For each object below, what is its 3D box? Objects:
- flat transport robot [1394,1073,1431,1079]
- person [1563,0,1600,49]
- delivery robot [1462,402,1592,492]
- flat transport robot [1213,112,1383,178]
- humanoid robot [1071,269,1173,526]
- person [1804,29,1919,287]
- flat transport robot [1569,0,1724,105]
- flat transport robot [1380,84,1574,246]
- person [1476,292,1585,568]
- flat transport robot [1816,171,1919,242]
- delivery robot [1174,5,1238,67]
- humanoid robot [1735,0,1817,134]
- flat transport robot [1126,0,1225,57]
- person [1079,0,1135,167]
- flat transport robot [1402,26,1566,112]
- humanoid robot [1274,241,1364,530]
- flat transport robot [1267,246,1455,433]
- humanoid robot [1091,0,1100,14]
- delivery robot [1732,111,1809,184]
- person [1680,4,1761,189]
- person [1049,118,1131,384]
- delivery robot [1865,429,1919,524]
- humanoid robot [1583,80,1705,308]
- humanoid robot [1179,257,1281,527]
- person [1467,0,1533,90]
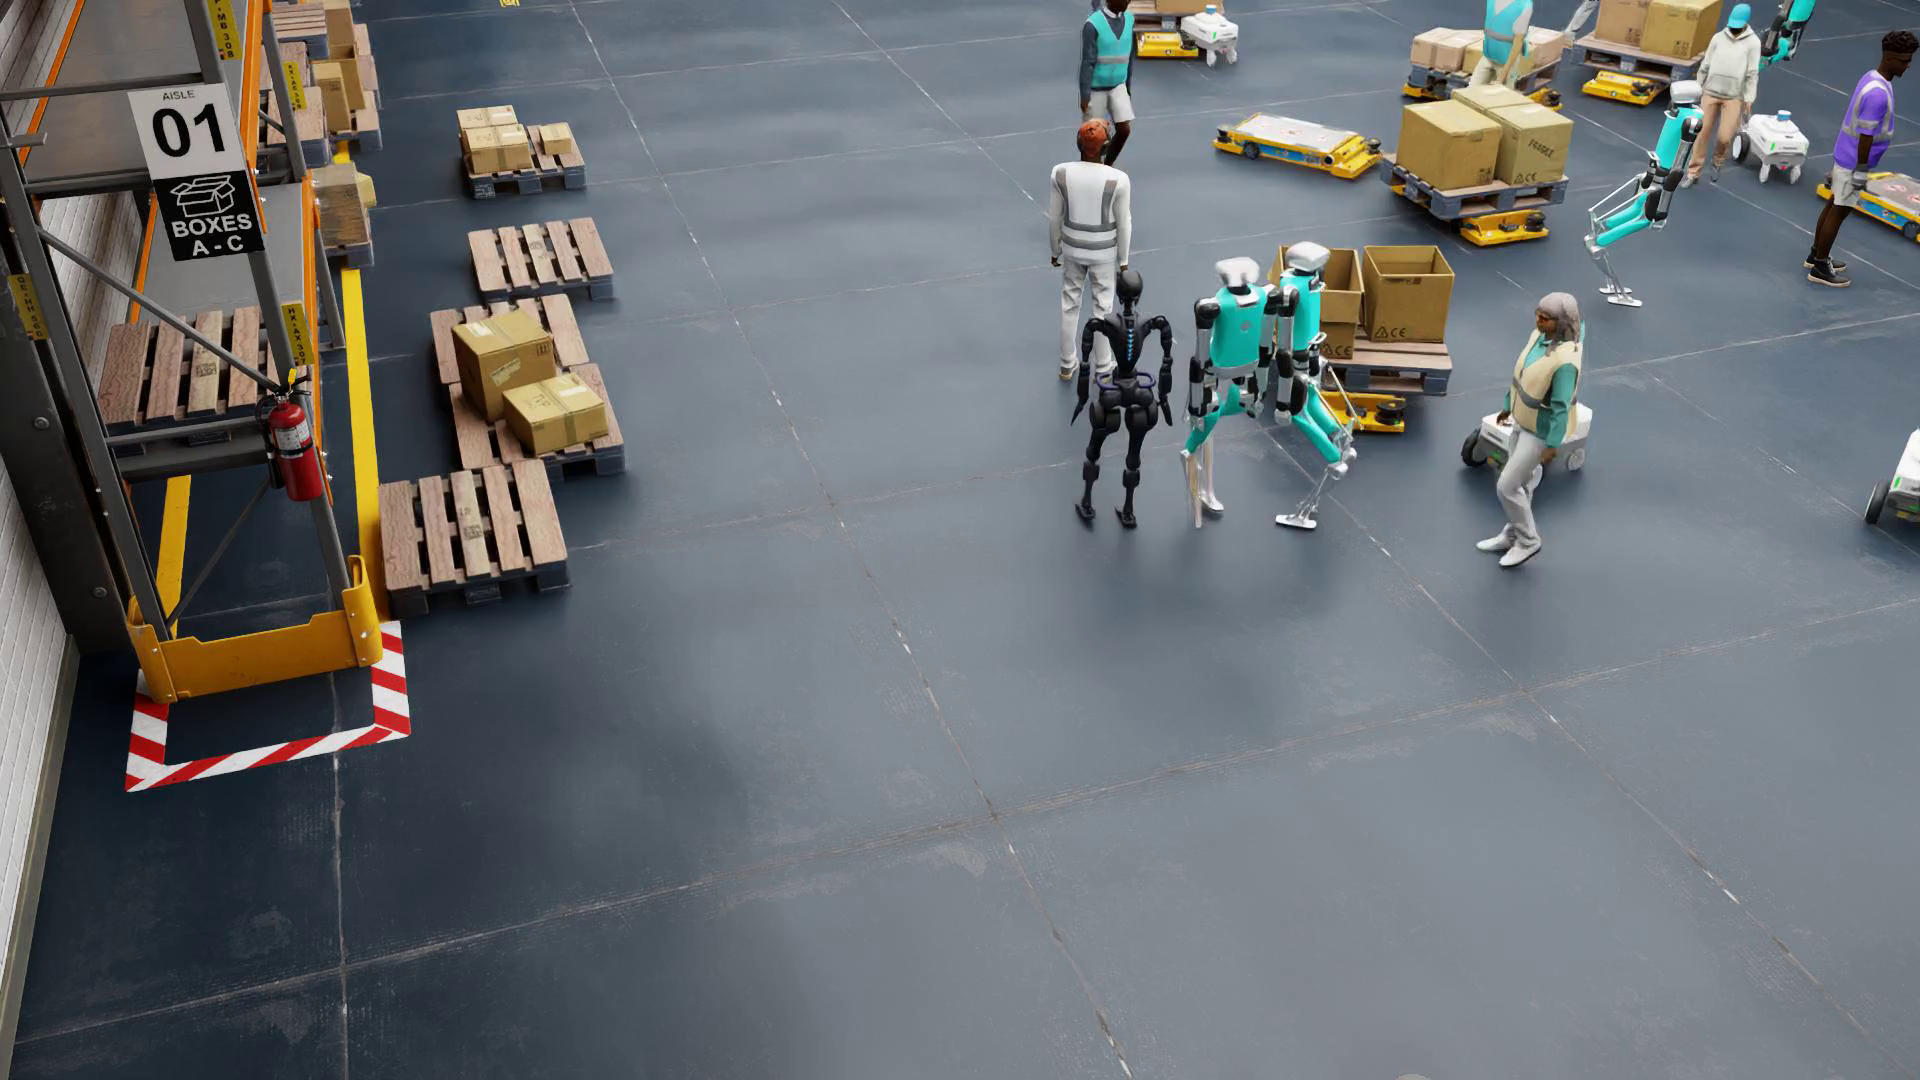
[{"bbox_3d":[1.751,2.577,5.906,0.659,0.231,1.431,12,35,17],"label":"flat transport robot"},{"bbox_3d":[7.022,-6.085,17.791,0.962,1.806,0.449,17,37,24],"label":"person"},{"bbox_3d":[3.653,-0.668,10.605,0.769,0.577,0.499,-17,37,-24],"label":"delivery robot"},{"bbox_3d":[3.152,-3.693,15.522,1.431,0.231,0.659,21,39,29],"label":"flat transport robot"},{"bbox_3d":[0.965,-0.841,9.849,0.610,1.650,0.367,-3,33,-5],"label":"humanoid robot"},{"bbox_3d":[6.938,-2.951,12.836,0.374,1.962,0.603,13,35,19],"label":"person"},{"bbox_3d":[7.074,-4.839,17.281,0.659,0.231,1.431,24,40,32],"label":"flat transport robot"},{"bbox_3d":[4.366,-2.904,14.313,0.659,0.231,1.431,-10,35,-16],"label":"flat transport robot"},{"bbox_3d":[3.279,-0.628,9.508,0.428,1.700,0.486,-1,33,-2],"label":"person"},{"bbox_3d":[8.119,-2.830,14.198,0.659,0.231,1.431,-11,35,-16],"label":"flat transport robot"},{"bbox_3d":[2.676,-5.480,18.019,0.499,0.614,0.796,-15,36,-21],"label":"delivery robot"},{"bbox_3d":[7.632,-4.725,15.728,0.544,1.757,0.710,-21,39,-29],"label":"humanoid robot"},{"bbox_3d":[2.290,-5.697,18.596,0.659,0.231,1.431,2,33,2],"label":"flat transport robot"},{"bbox_3d":[1.265,-3.899,14.335,0.625,1.911,0.583,-15,36,-21],"label":"person"},{"bbox_3d":[5.267,-4.506,16.769,1.431,0.231,0.659,28,42,36],"label":"flat transport robot"},{"bbox_3d":[2.156,-0.871,9.828,0.703,1.754,0.541,17,37,25],"label":"humanoid robot"},{"bbox_3d":[2.717,-1.180,11.668,0.659,0.231,1.431,4,33,6],"label":"flat transport robot"},{"bbox_3d":[1.699,-6.539,18.599,0.610,1.647,0.454,-6,34,-10],"label":"humanoid robot"},{"bbox_3d":[7.410,-3.598,15.107,0.499,0.586,0.765,3,33,5],"label":"delivery robot"},{"bbox_3d":[6.645,-3.851,14.494,0.528,1.654,0.456,23,39,31],"label":"person"},{"bbox_3d":[0.888,-1.961,11.391,0.572,1.882,0.356,12,35,18],"label":"person"},{"bbox_3d":[5.899,-0.354,10.151,0.499,0.608,0.786,20,38,28],"label":"delivery robot"},{"bbox_3d":[4.974,-2.565,12.326,0.735,1.677,0.533,3,33,5],"label":"humanoid robot"},{"bbox_3d":[1.492,-0.902,9.938,0.554,1.829,0.733,-13,35,-19],"label":"humanoid robot"},{"bbox_3d":[4.799,-4.313,15.058,0.820,1.806,0.588,-14,36,-20],"label":"person"}]
